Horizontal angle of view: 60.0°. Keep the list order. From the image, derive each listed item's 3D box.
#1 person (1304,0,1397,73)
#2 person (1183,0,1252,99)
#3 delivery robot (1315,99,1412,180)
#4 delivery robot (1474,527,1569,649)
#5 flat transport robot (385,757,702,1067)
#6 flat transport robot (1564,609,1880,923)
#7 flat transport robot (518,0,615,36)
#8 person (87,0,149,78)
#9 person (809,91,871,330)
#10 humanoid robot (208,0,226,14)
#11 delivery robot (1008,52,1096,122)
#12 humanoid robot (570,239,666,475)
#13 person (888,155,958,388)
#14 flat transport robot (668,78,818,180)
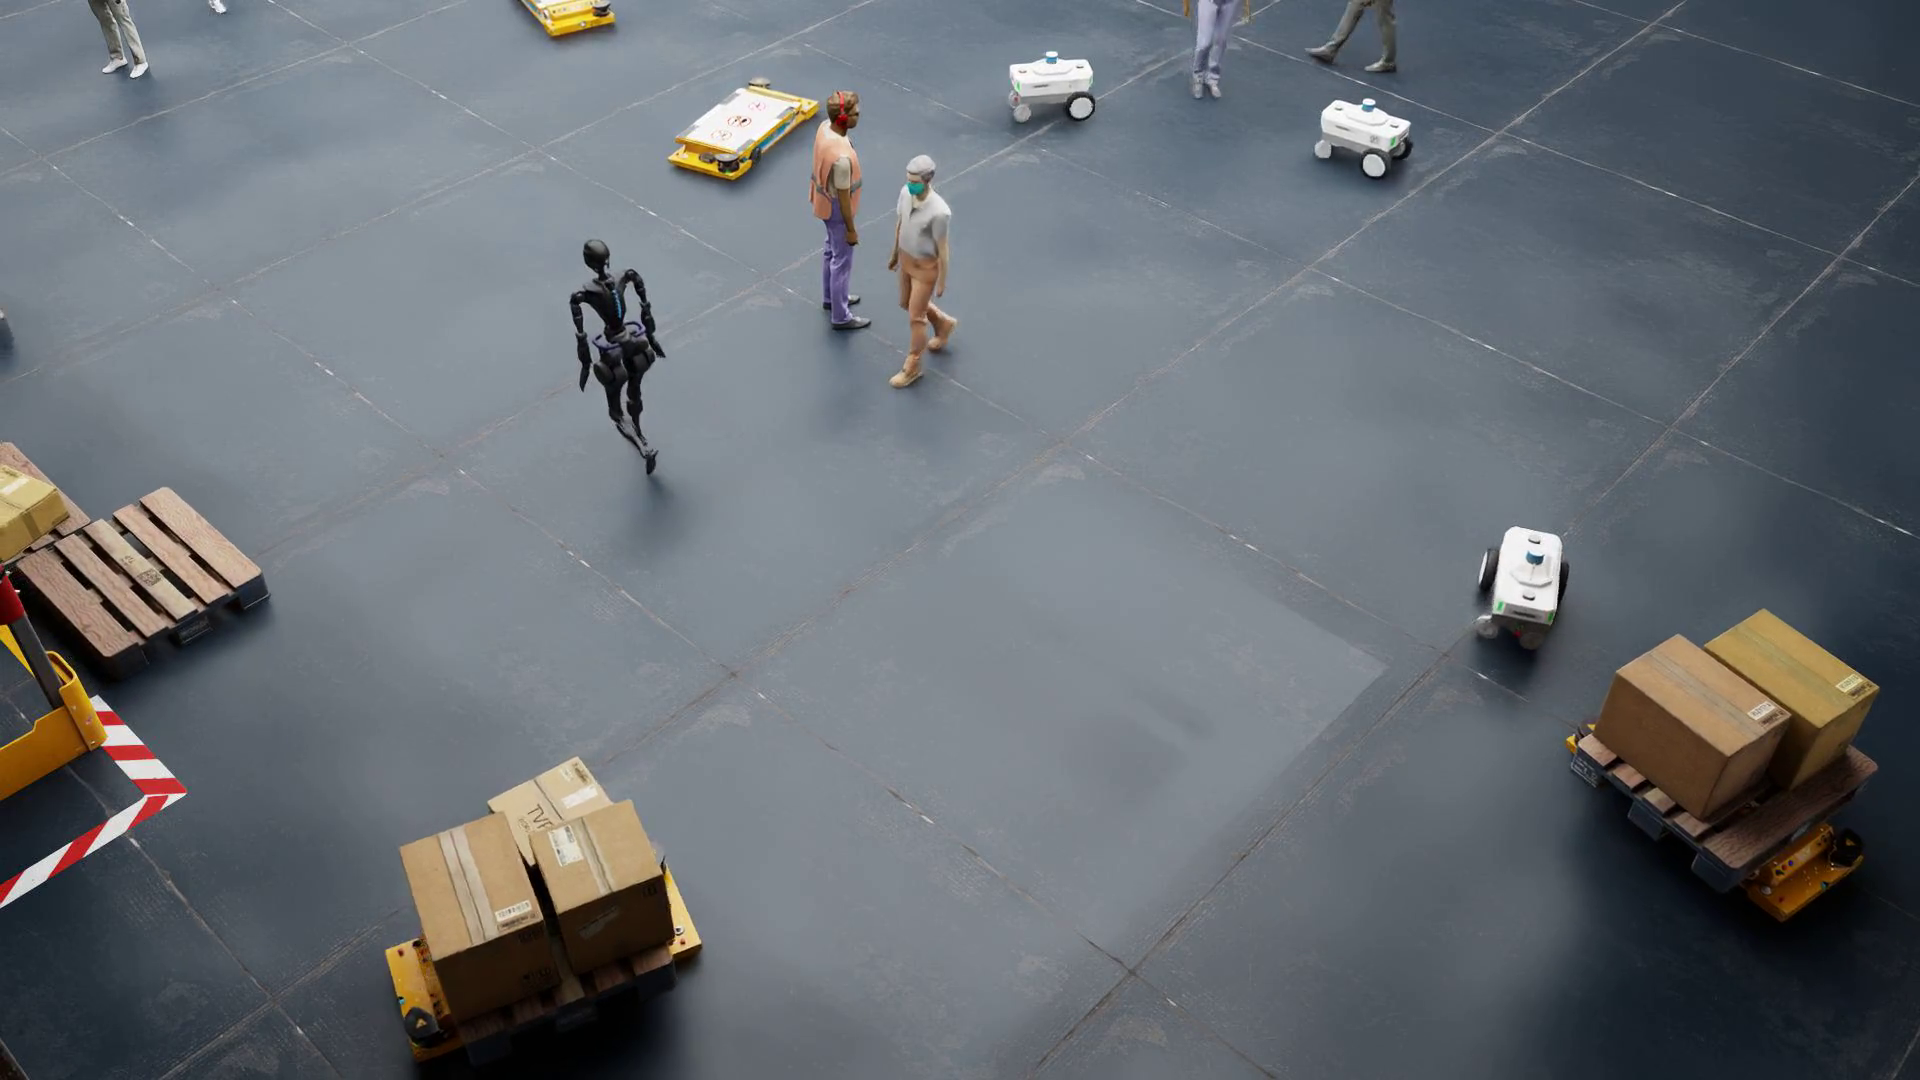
[{"bbox_3d":[3.669,-5.079,15.025,0.916,1.795,0.594,-2,42,-2],"label":"person"},{"bbox_3d":[2.272,-4.755,14.648,0.588,1.819,0.459,-5,42,-5],"label":"person"},{"bbox_3d":[3.440,-3.463,14.143,0.756,0.571,0.499,26,48,26],"label":"delivery robot"},{"bbox_3d":[3.406,0.261,10.036,0.514,0.614,0.786,12,43,13],"label":"delivery robot"},{"bbox_3d":[-2.077,2.018,8.283,1.431,0.231,0.659,-18,45,-19],"label":"flat transport robot"},{"bbox_3d":[4.059,1.380,8.993,0.659,0.231,1.431,-24,47,-24],"label":"flat transport robot"},{"bbox_3d":[-4.015,-5.432,16.563,0.659,0.231,1.431,-21,46,-22],"label":"flat transport robot"},{"bbox_3d":[-7.790,-5.011,15.065,0.519,1.645,0.305,14,44,15],"label":"person"},{"bbox_3d":[-0.882,-2.371,11.995,0.386,1.836,0.559,-11,43,-12],"label":"person"},{"bbox_3d":[-7.577,-6.133,16.280,0.530,1.774,1.003,-26,48,-26],"label":"humanoid robot"},{"bbox_3d":[0.829,-4.046,14.824,0.815,0.614,0.499,-7,42,-7],"label":"delivery robot"},{"bbox_3d":[-2.159,-1.192,10.810,0.615,1.628,0.643,-30,50,-29],"label":"humanoid robot"},{"bbox_3d":[-0.270,-1.926,11.576,0.686,1.726,0.501,-28,49,-27],"label":"person"},{"bbox_3d":[-1.880,-3.597,14.524,0.659,0.231,1.431,19,45,20],"label":"flat transport robot"}]
